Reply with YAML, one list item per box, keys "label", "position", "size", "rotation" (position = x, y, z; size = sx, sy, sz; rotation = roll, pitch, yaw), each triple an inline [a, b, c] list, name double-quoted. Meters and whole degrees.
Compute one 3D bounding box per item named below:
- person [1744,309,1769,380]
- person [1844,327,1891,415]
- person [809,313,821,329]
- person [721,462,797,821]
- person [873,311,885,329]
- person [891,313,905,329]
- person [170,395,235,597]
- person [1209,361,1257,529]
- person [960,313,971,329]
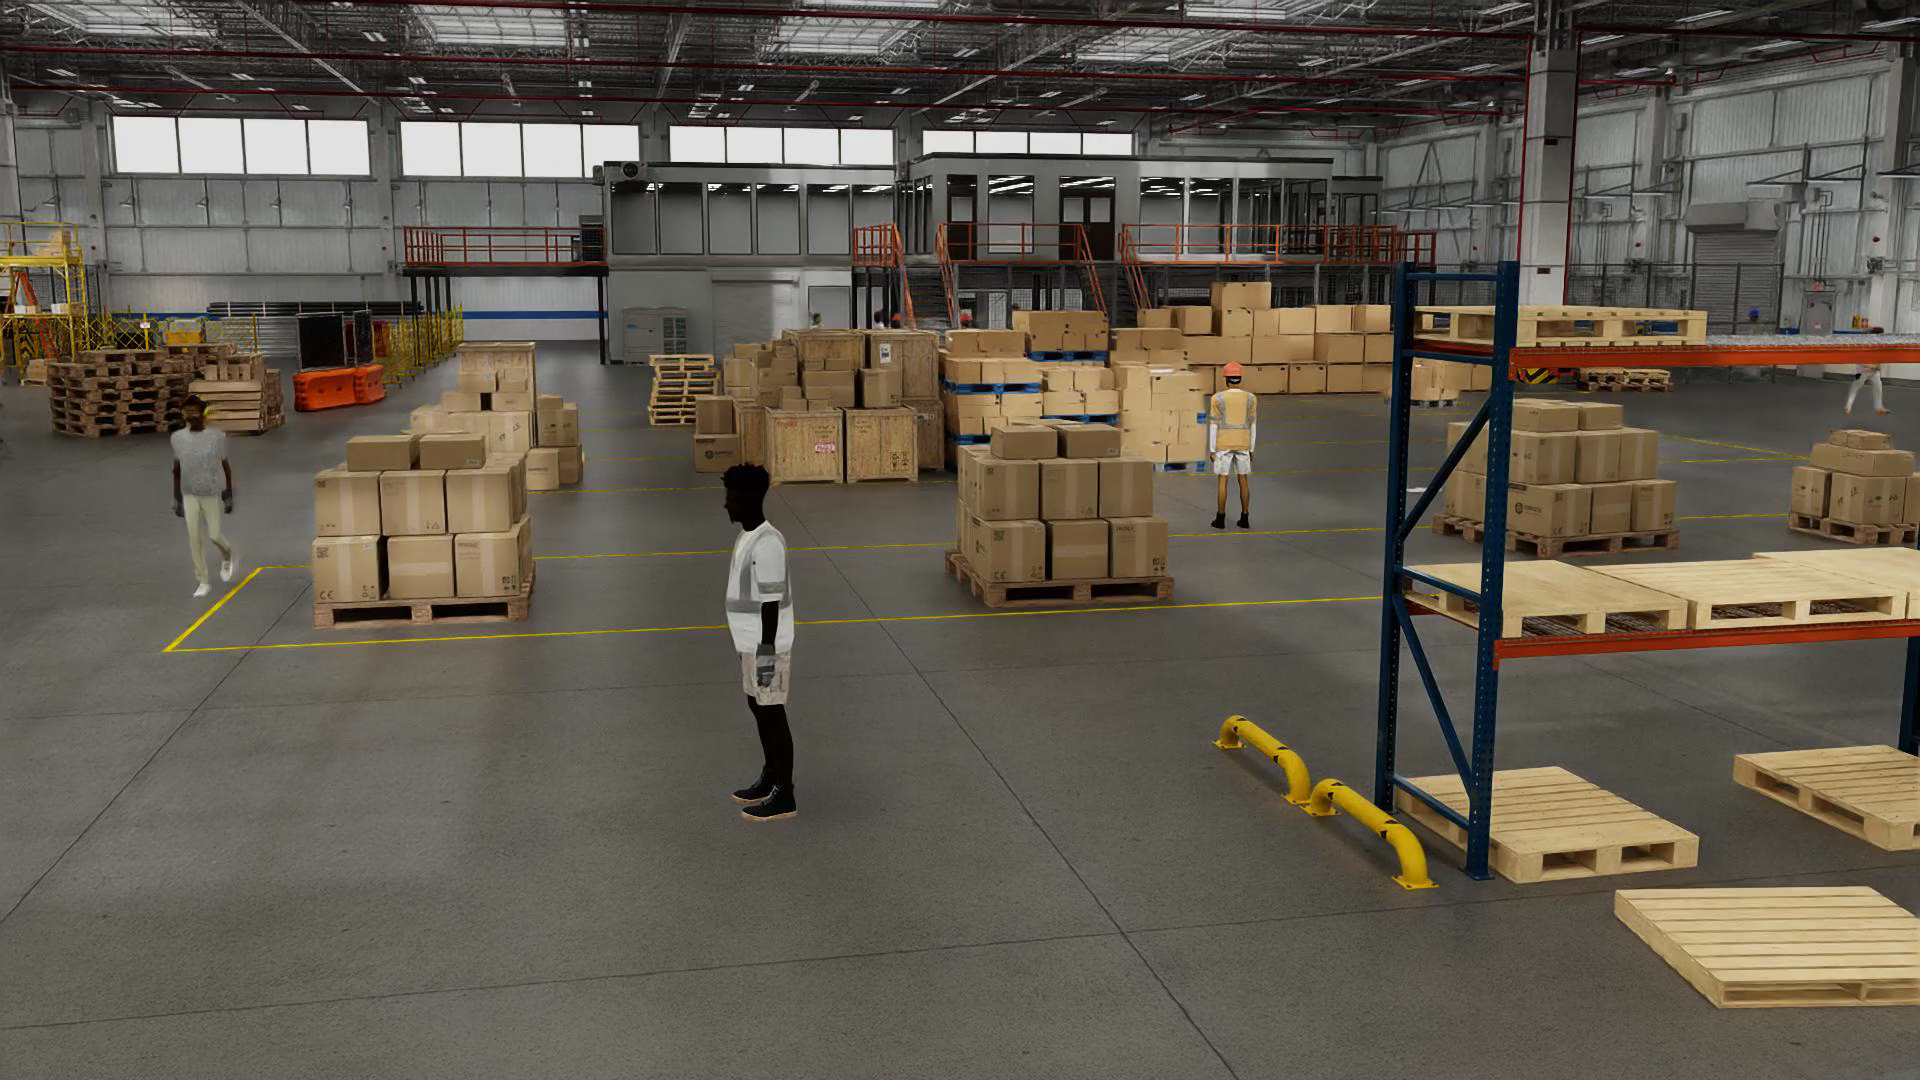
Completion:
- label: "person"
  position: [20.970, -5.117, 43.750]
  size: [0.638, 1.916, 0.615]
  rotation: [0, 9, 2]
- label: "person"
  position: [18.548, -3.435, 33.870]
  size: [0.712, 1.785, 0.897]
  rotation: [-5, 11, -28]
- label: "person"
  position: [-3.833, -5.096, 44.005]
  size: [0.981, 1.798, 0.530]
  rotation: [6, 11, 32]
- label: "person"
  position: [-1.102, 0.546, 9.119]
  size: [0.379, 1.958, 0.606]
  rotation: [-3, 10, -18]
- label: "person"
  position: [-2.093, -5.201, 44.460]
  size: [0.853, 1.856, 0.594]
  rotation: [-2, 10, -12]
- label: "person"
  position: [-1.379, -4.372, 39.139]
  size: [1.052, 1.952, 0.608]
  rotation: [-3, 10, -19]
- label: "person"
  position: [-6.985, -0.424, 15.340]
  size: [0.516, 1.855, 0.602]
  rotation: [-1, 9, -8]
- label: "person"
  position: [3.135, -1.091, 19.188]
  size: [0.542, 1.928, 0.400]
  rotation: [-1, 9, -4]
- label: "person"
  position: [0.214, -4.528, 40.199]
  size: [0.899, 1.911, 0.551]
  rotation: [-6, 11, -31]
